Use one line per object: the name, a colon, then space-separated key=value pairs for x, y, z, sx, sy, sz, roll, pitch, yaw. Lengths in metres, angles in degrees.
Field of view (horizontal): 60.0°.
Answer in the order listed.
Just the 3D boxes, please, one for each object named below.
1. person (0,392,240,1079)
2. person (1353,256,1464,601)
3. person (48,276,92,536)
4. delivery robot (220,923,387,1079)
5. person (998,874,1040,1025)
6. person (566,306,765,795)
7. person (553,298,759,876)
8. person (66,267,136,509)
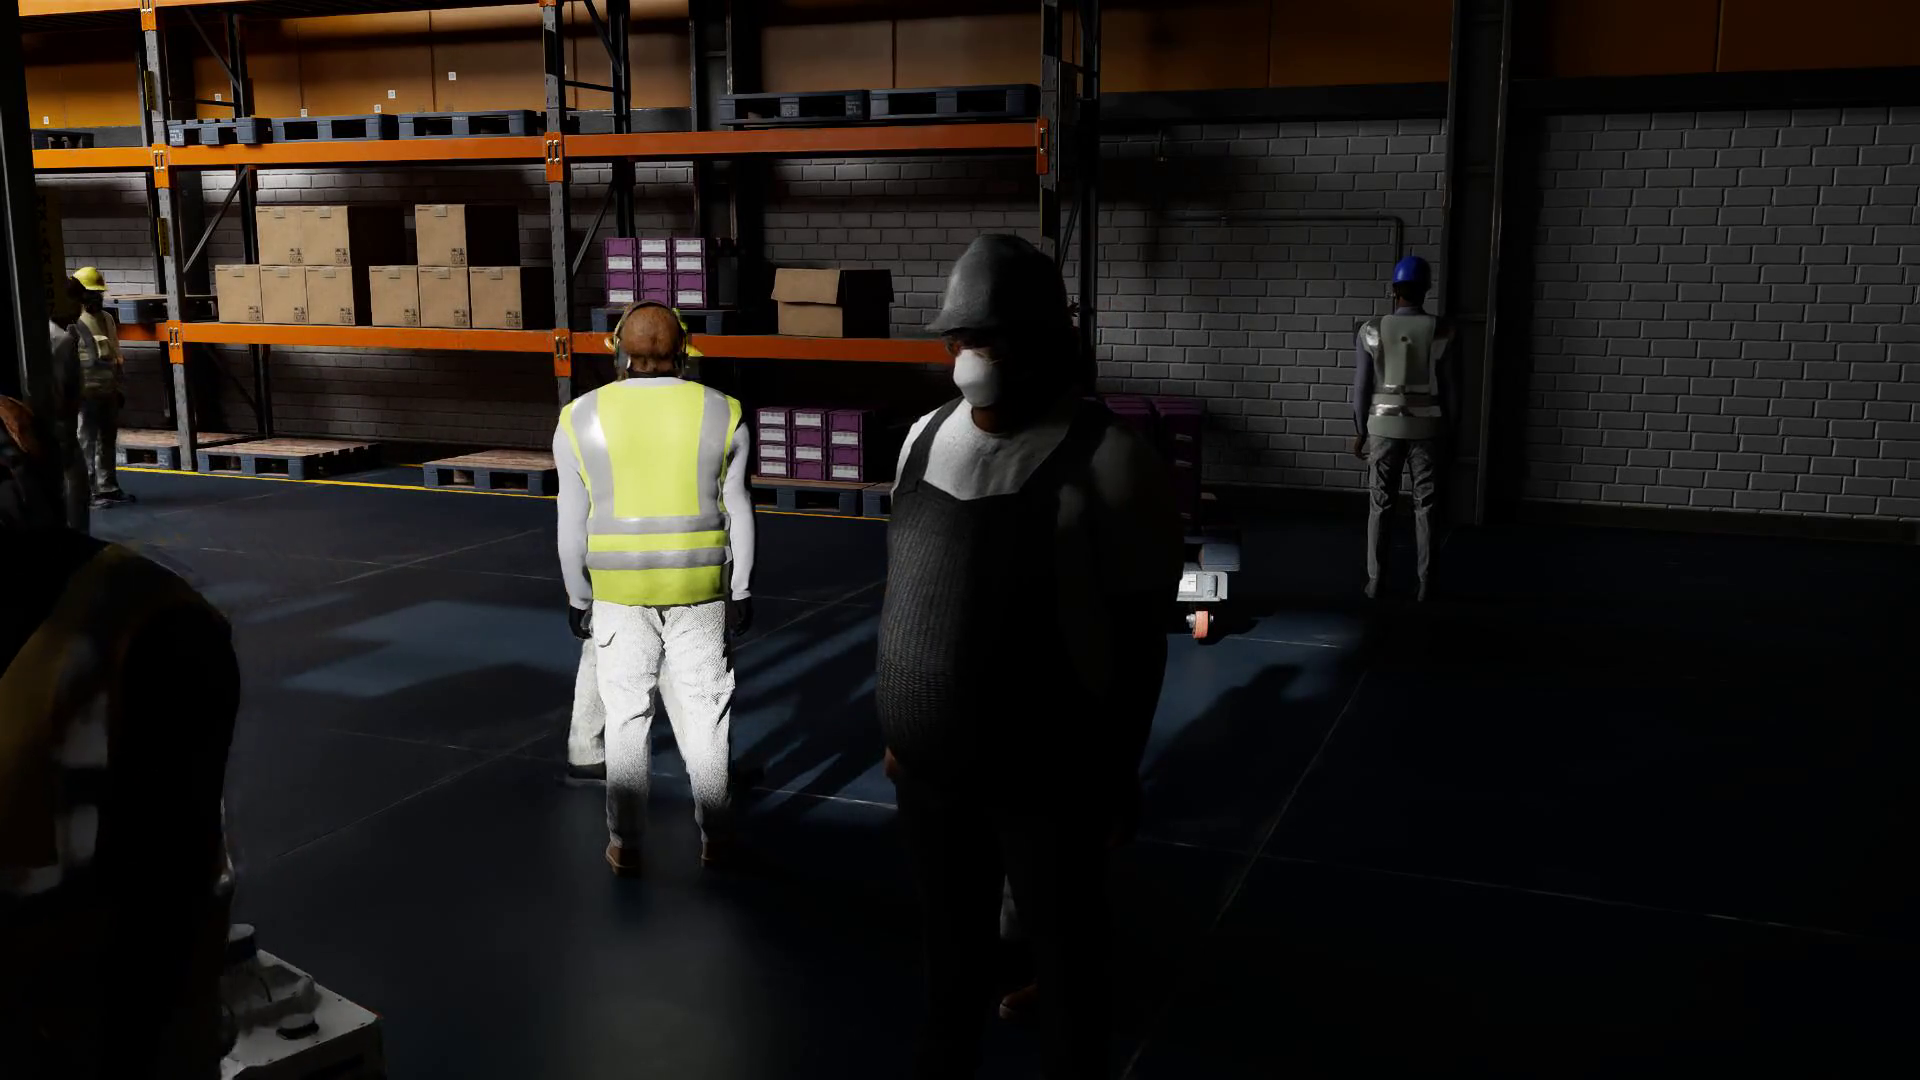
person: x=-1.382 y=0.685 z=2.487 sx=0.630 sy=1.805 sz=0.708 roll=2 pitch=10 yaw=11
person: x=2.523 y=-0.620 z=9.385 sx=0.603 sy=1.943 sz=0.398 roll=4 pitch=11 yaw=19
person: x=-5.373 y=-0.622 z=9.704 sx=0.575 sy=1.836 sz=0.761 roll=6 pitch=12 yaw=32
delivery robot: x=-1.552 y=1.070 z=3.577 sx=0.707 sy=0.478 sz=0.477 roll=8 pitch=13 yaw=39
person: x=0.192 y=0.314 z=4.347 sx=0.337 sy=1.882 sz=0.585 roll=-5 pitch=11 yaw=-26
person: x=-1.087 y=0.052 z=6.069 sx=0.843 sy=1.786 sz=0.600 roll=-1 pitch=10 yaw=-7
person: x=-0.955 y=0.160 z=5.319 sx=0.627 sy=1.846 sz=0.429 roll=-2 pitch=10 yaw=-10
person: x=-6.593 y=-1.158 z=12.693 sx=0.404 sy=1.828 sz=0.602 roll=1 pitch=10 yaw=8
